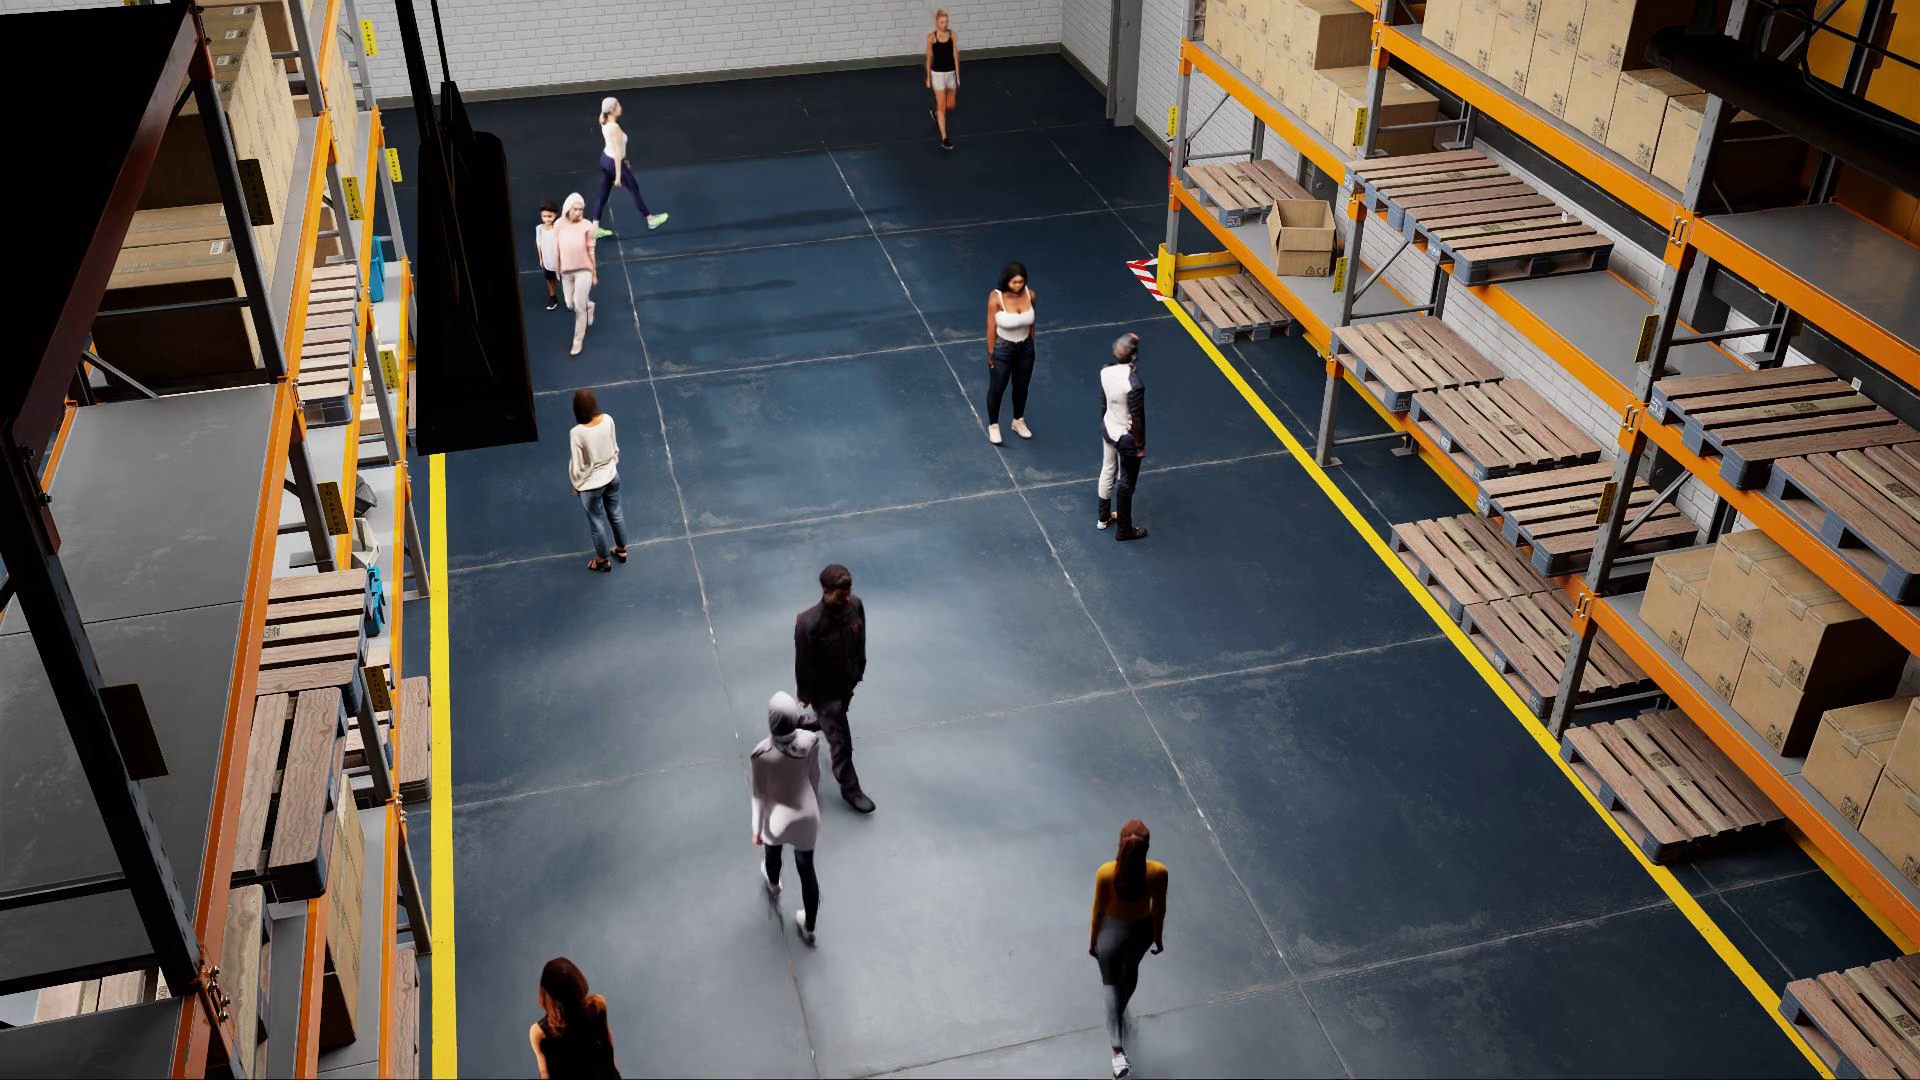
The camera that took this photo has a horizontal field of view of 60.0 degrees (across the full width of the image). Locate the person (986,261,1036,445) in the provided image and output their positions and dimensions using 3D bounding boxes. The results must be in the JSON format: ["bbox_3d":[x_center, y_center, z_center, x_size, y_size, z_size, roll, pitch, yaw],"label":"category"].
[{"bbox_3d":[0.466,-1.766,15.471,0.657,1.805,0.624,-12,35,-18],"label":"person"}]

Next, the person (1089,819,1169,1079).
[{"bbox_3d":[0.950,2.305,9.412,0.746,1.733,1.100,-1,34,-1],"label":"person"}]

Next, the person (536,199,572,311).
[{"bbox_3d":[-4.382,-3.085,17.954,0.542,1.253,0.552,2,34,3],"label":"person"}]

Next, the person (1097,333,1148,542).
[{"bbox_3d":[1.371,-0.883,14.060,0.812,1.898,0.647,-20,39,-27],"label":"person"}]

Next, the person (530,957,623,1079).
[{"bbox_3d":[-1.937,2.828,8.534,0.654,1.834,0.648,-23,40,-31],"label":"person"}]

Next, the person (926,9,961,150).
[{"bbox_3d":[-0.258,-6.188,22.106,0.713,1.824,0.996,-15,36,-21],"label":"person"}]

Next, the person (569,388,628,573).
[{"bbox_3d":[-2.977,-0.499,13.677,0.722,1.681,0.702,25,41,33],"label":"person"}]

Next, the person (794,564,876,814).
[{"bbox_3d":[-0.942,0.924,11.337,1.314,1.901,1.136,25,41,33],"label":"person"}]

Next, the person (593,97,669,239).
[{"bbox_3d":[-4.121,-4.301,19.429,0.945,1.646,1.196,-20,39,-27],"label":"person"}]

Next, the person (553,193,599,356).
[{"bbox_3d":[-3.903,-2.784,17.108,0.859,1.689,1.051,6,34,8],"label":"person"}]

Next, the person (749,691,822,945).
[{"bbox_3d":[-1.016,1.768,10.210,0.733,1.744,1.002,-13,36,-19],"label":"person"}]
